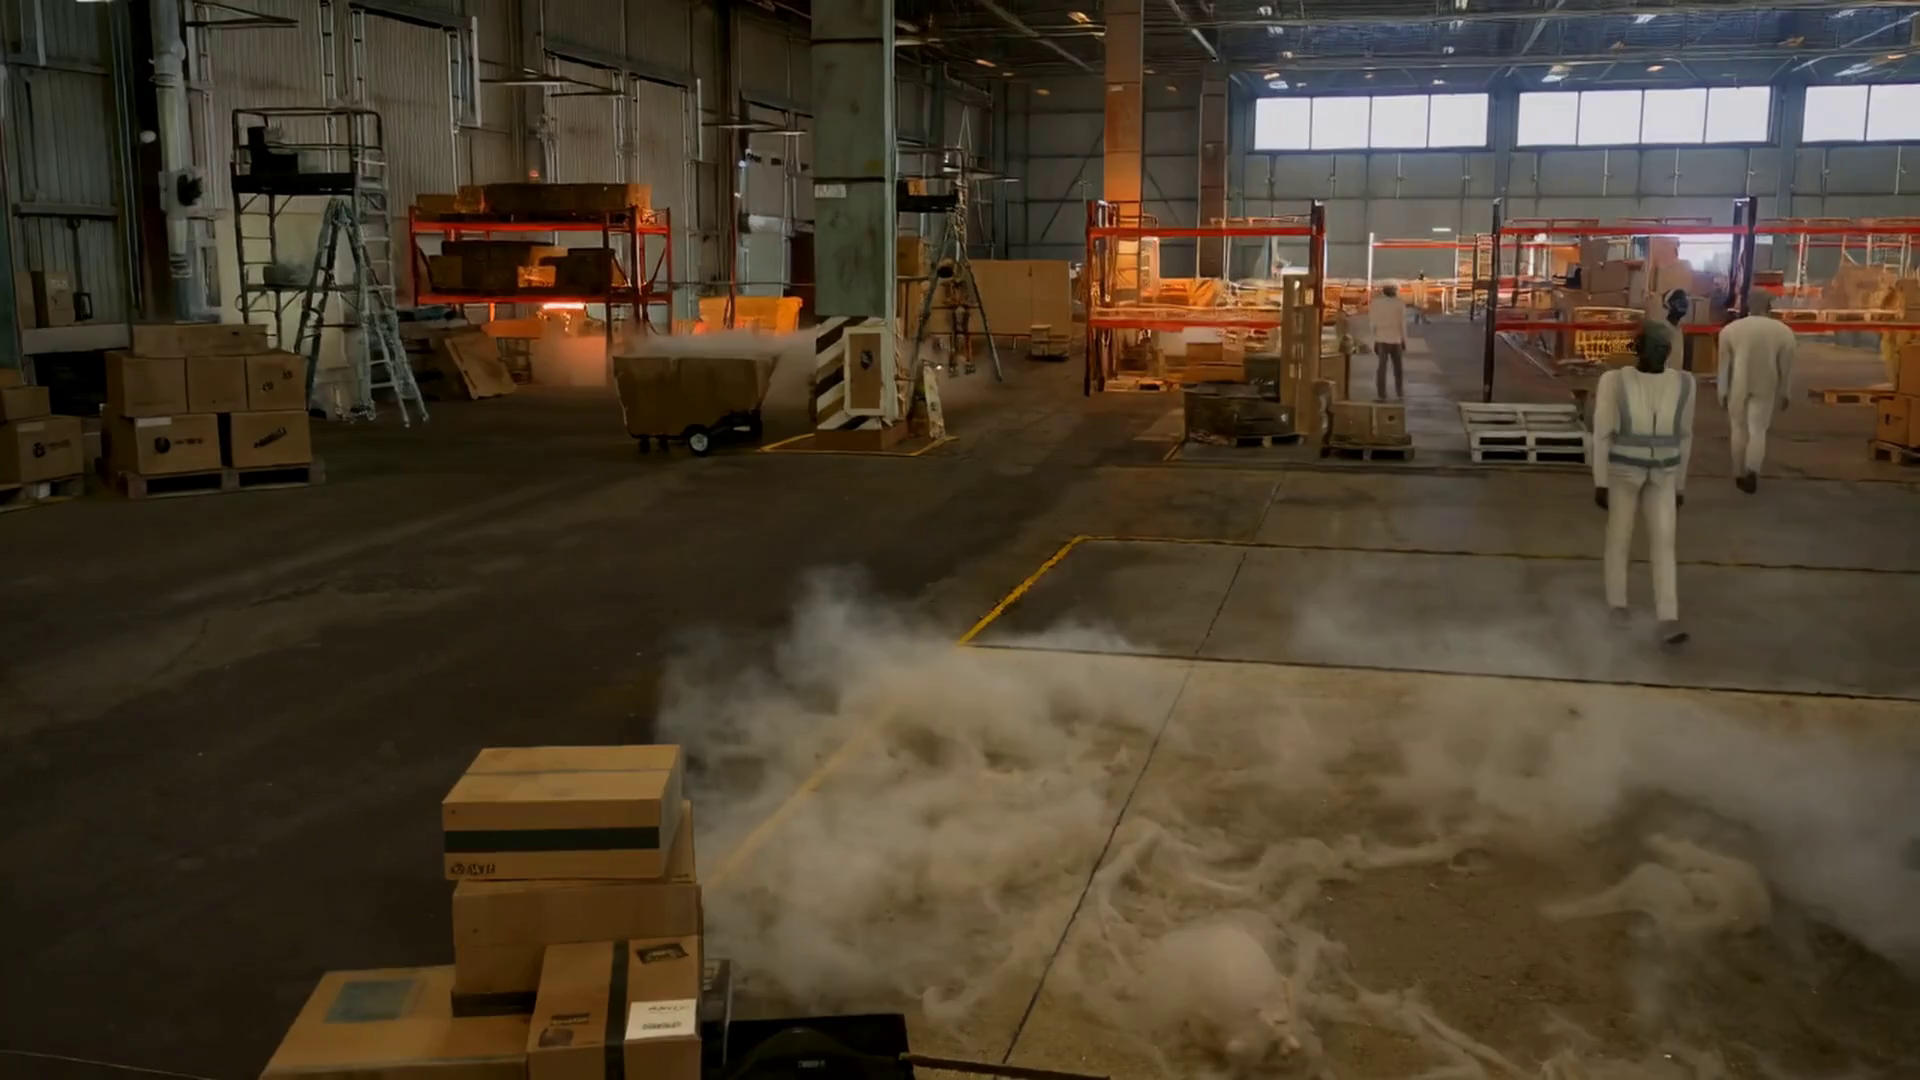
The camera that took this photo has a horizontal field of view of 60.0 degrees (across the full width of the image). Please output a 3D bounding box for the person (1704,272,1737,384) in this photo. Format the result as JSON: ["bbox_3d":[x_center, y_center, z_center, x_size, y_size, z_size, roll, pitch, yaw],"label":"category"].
[{"bbox_3d":[13.118,-3.644,28.681,0.362,1.929,0.630,-1,10,-8],"label":"person"}]

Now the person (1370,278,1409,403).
[{"bbox_3d":[6.477,-3.001,25.050,0.603,1.863,1.017,6,11,30],"label":"person"}]

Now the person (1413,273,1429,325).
[{"bbox_3d":[14.952,-7.823,53.974,0.530,1.689,0.322,-1,10,-8],"label":"person"}]

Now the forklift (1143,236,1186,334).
[{"bbox_3d":[5.411,-7.233,46.991,1.873,2.768,1.129,2,10,14],"label":"forklift"}]

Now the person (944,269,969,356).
[{"bbox_3d":[-0.080,-5.060,36.988,0.543,1.932,0.376,-1,10,-5],"label":"person"}]

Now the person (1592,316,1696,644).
[{"bbox_3d":[3.896,-0.336,9.435,0.596,1.833,0.967,1,10,3],"label":"person"}]

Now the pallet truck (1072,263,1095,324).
[{"bbox_3d":[4.325,-8.180,55.162,0.823,1.965,1.885,6,11,31],"label":"pallet truck"}]

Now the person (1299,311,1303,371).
[{"bbox_3d":[6.679,-4.091,31.865,0.322,1.736,0.487,7,12,36],"label":"person"}]

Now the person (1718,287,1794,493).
[{"bbox_3d":[7.401,-1.397,15.516,0.641,1.908,0.936,5,11,25],"label":"person"}]

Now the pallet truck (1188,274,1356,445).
[{"bbox_3d":[3.653,-2.138,19.590,1.885,1.965,0.823,-4,10,-20],"label":"pallet truck"}]

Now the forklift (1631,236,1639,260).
[{"bbox_3d":[20.746,-7.812,50.402,1.129,2.768,1.873,-2,10,-10],"label":"forklift"}]

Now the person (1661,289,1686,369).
[{"bbox_3d":[6.831,-1.478,16.075,0.513,1.872,0.331,-8,12,-39],"label":"person"}]

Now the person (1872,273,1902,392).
[{"bbox_3d":[15.156,-3.385,27.148,0.378,1.931,0.625,6,11,32],"label":"person"}]
